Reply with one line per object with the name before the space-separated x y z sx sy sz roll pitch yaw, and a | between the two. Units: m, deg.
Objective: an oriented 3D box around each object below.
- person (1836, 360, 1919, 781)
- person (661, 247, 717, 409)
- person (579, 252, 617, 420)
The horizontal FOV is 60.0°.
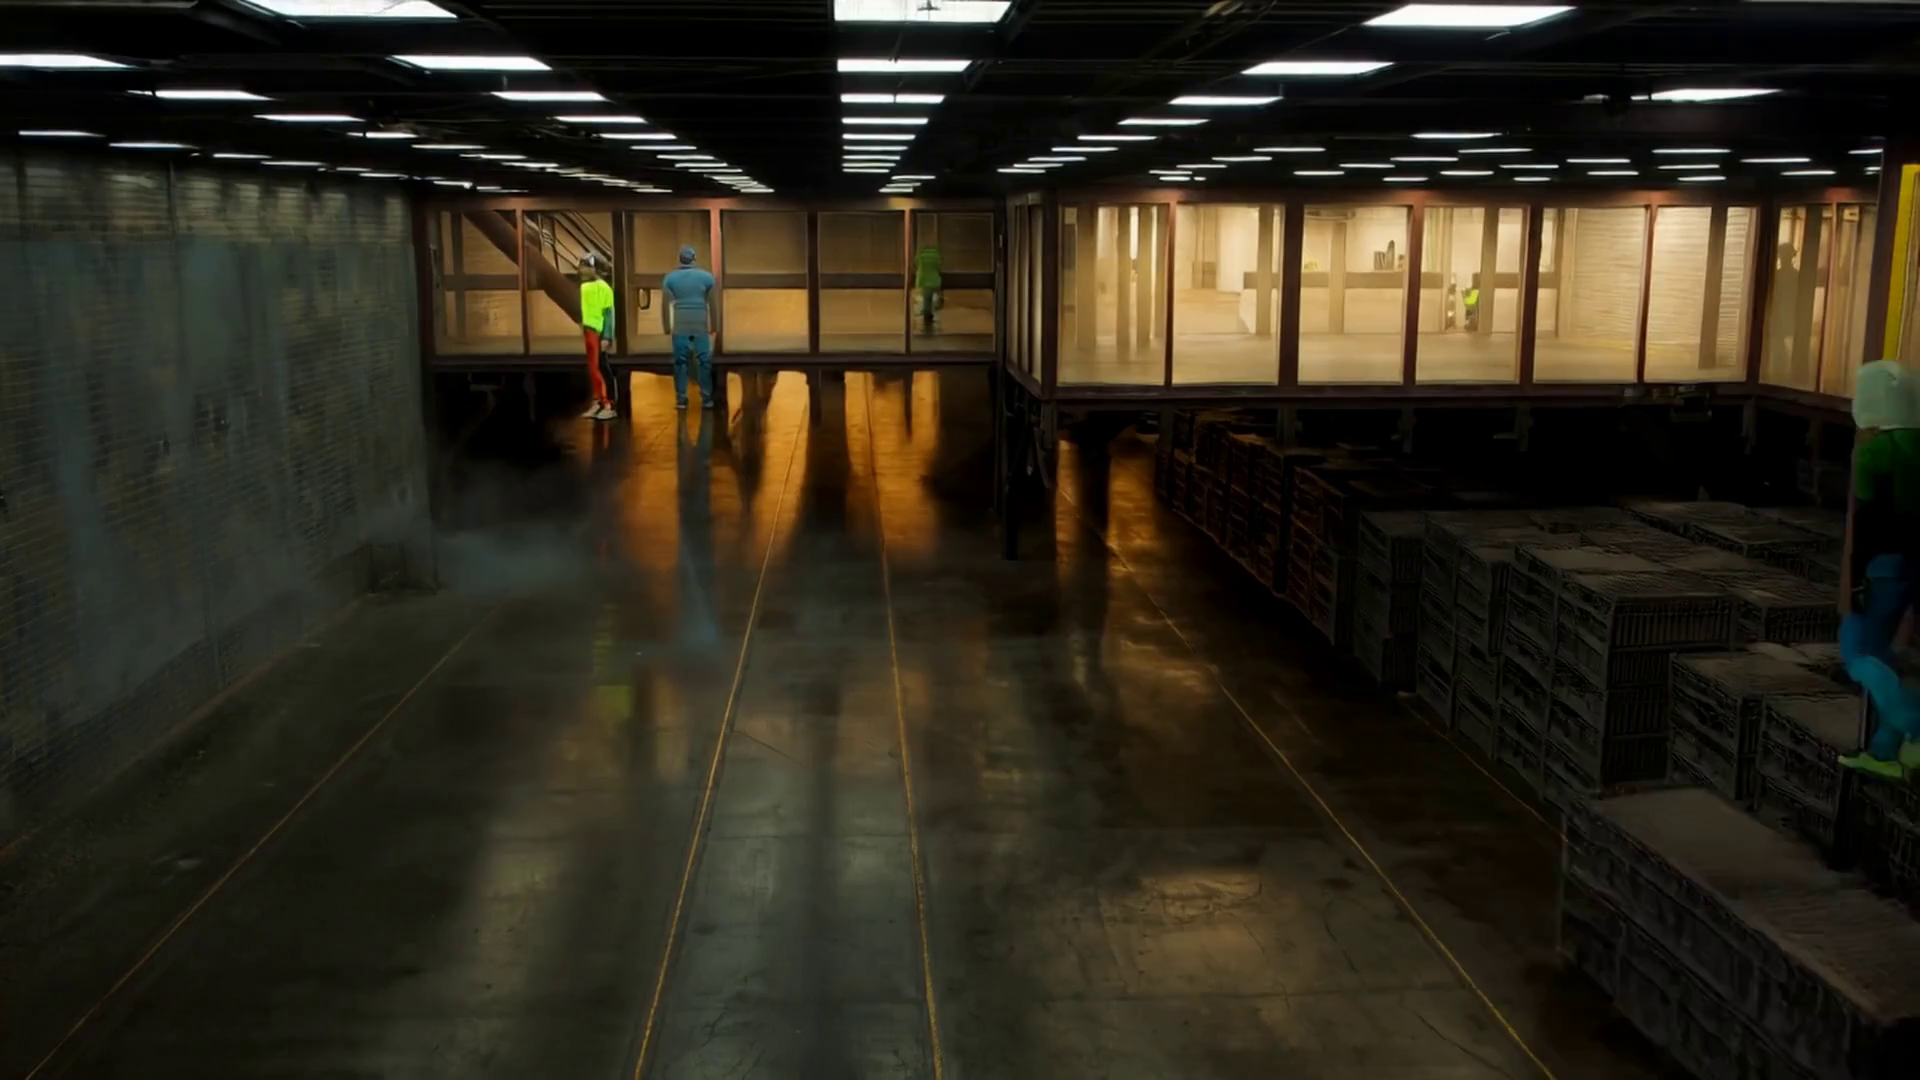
person | 3.540 0.138 6.255 0.505 1.614 0.461 -5 12 -25
person | -3.187 -2.486 19.614 0.643 1.902 0.400 -2 11 -9
person | -4.073 -2.269 18.573 0.505 1.861 0.327 9 14 40
